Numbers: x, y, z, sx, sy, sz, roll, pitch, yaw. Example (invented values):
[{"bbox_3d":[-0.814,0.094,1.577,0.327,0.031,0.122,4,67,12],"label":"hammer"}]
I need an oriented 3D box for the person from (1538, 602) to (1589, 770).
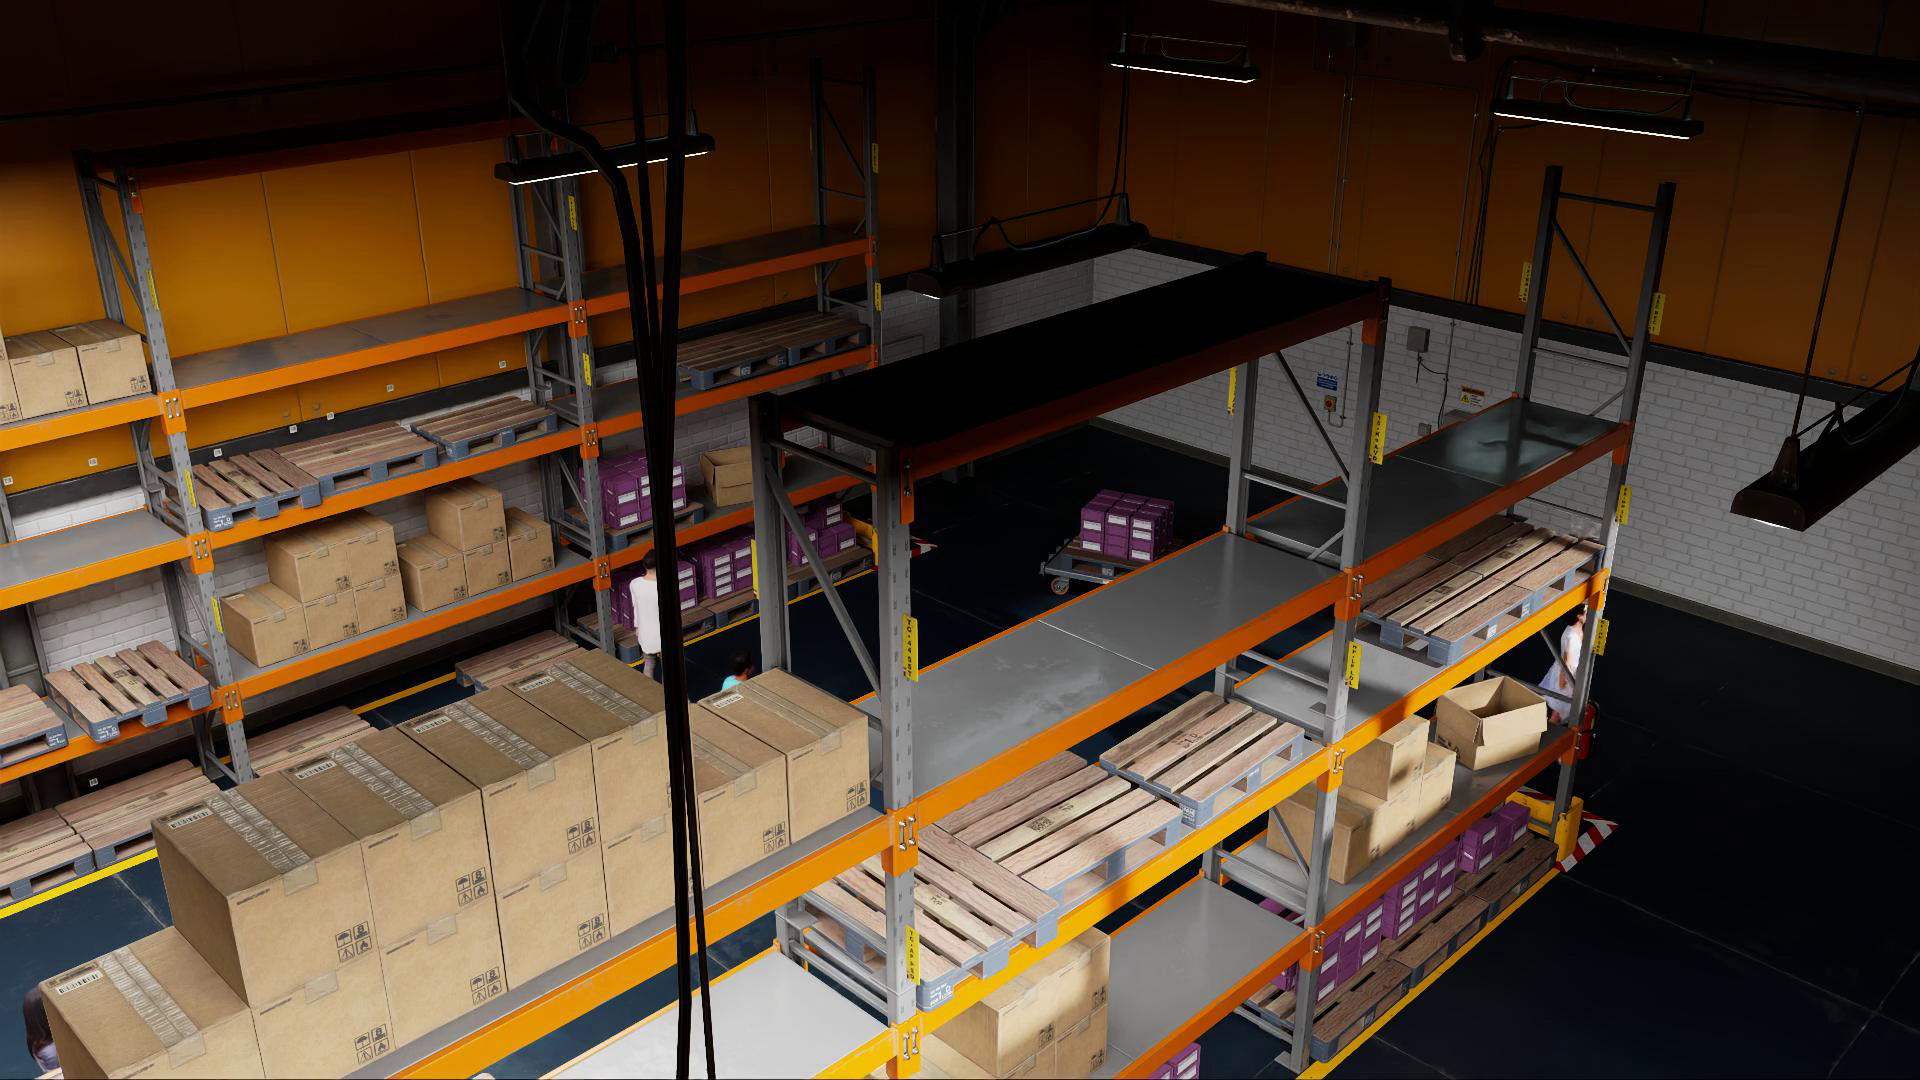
[{"bbox_3d":[5.721,1.390,15.944,0.834,1.802,0.831,13,27,27],"label":"person"}]

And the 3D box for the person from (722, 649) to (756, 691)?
[{"bbox_3d":[-2.005,1.819,15.019,0.662,1.756,0.964,20,31,38],"label":"person"}]

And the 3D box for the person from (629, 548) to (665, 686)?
[{"bbox_3d":[-3.098,0.935,16.939,0.744,1.838,0.739,6,24,14],"label":"person"}]
